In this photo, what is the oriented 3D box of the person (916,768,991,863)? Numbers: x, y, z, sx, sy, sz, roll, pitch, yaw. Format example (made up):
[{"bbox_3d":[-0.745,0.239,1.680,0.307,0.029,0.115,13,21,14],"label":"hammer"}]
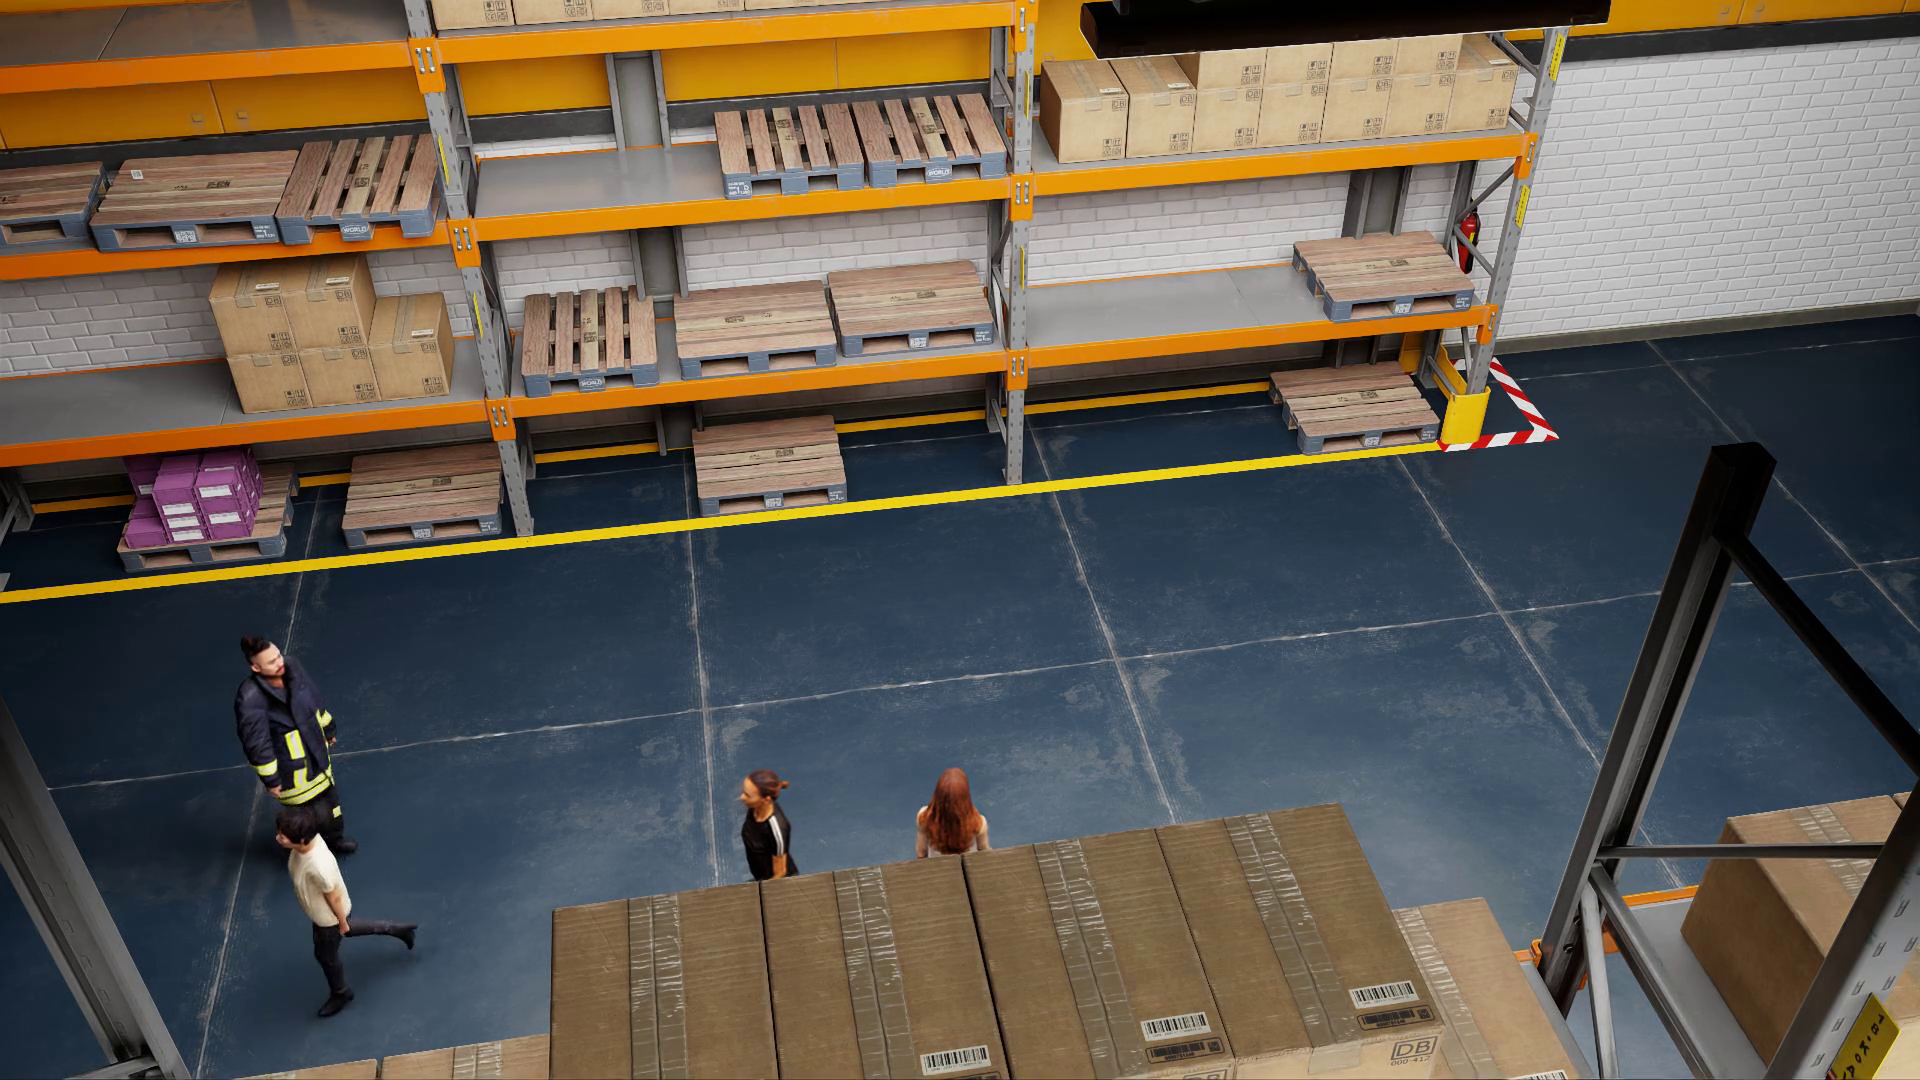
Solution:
[{"bbox_3d":[-0.031,1.934,9.480,0.566,1.721,0.703,8,39,10],"label":"person"}]

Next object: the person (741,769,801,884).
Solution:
[{"bbox_3d":[-1.054,1.919,9.540,0.602,1.671,0.633,-17,42,-20],"label":"person"}]

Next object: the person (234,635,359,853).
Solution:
[{"bbox_3d":[-4.154,1.275,10.202,0.902,1.850,0.897,11,40,13],"label":"person"}]

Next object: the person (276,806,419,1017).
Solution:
[{"bbox_3d":[-3.526,2.056,9.449,1.006,1.570,0.824,-23,44,-26],"label":"person"}]
